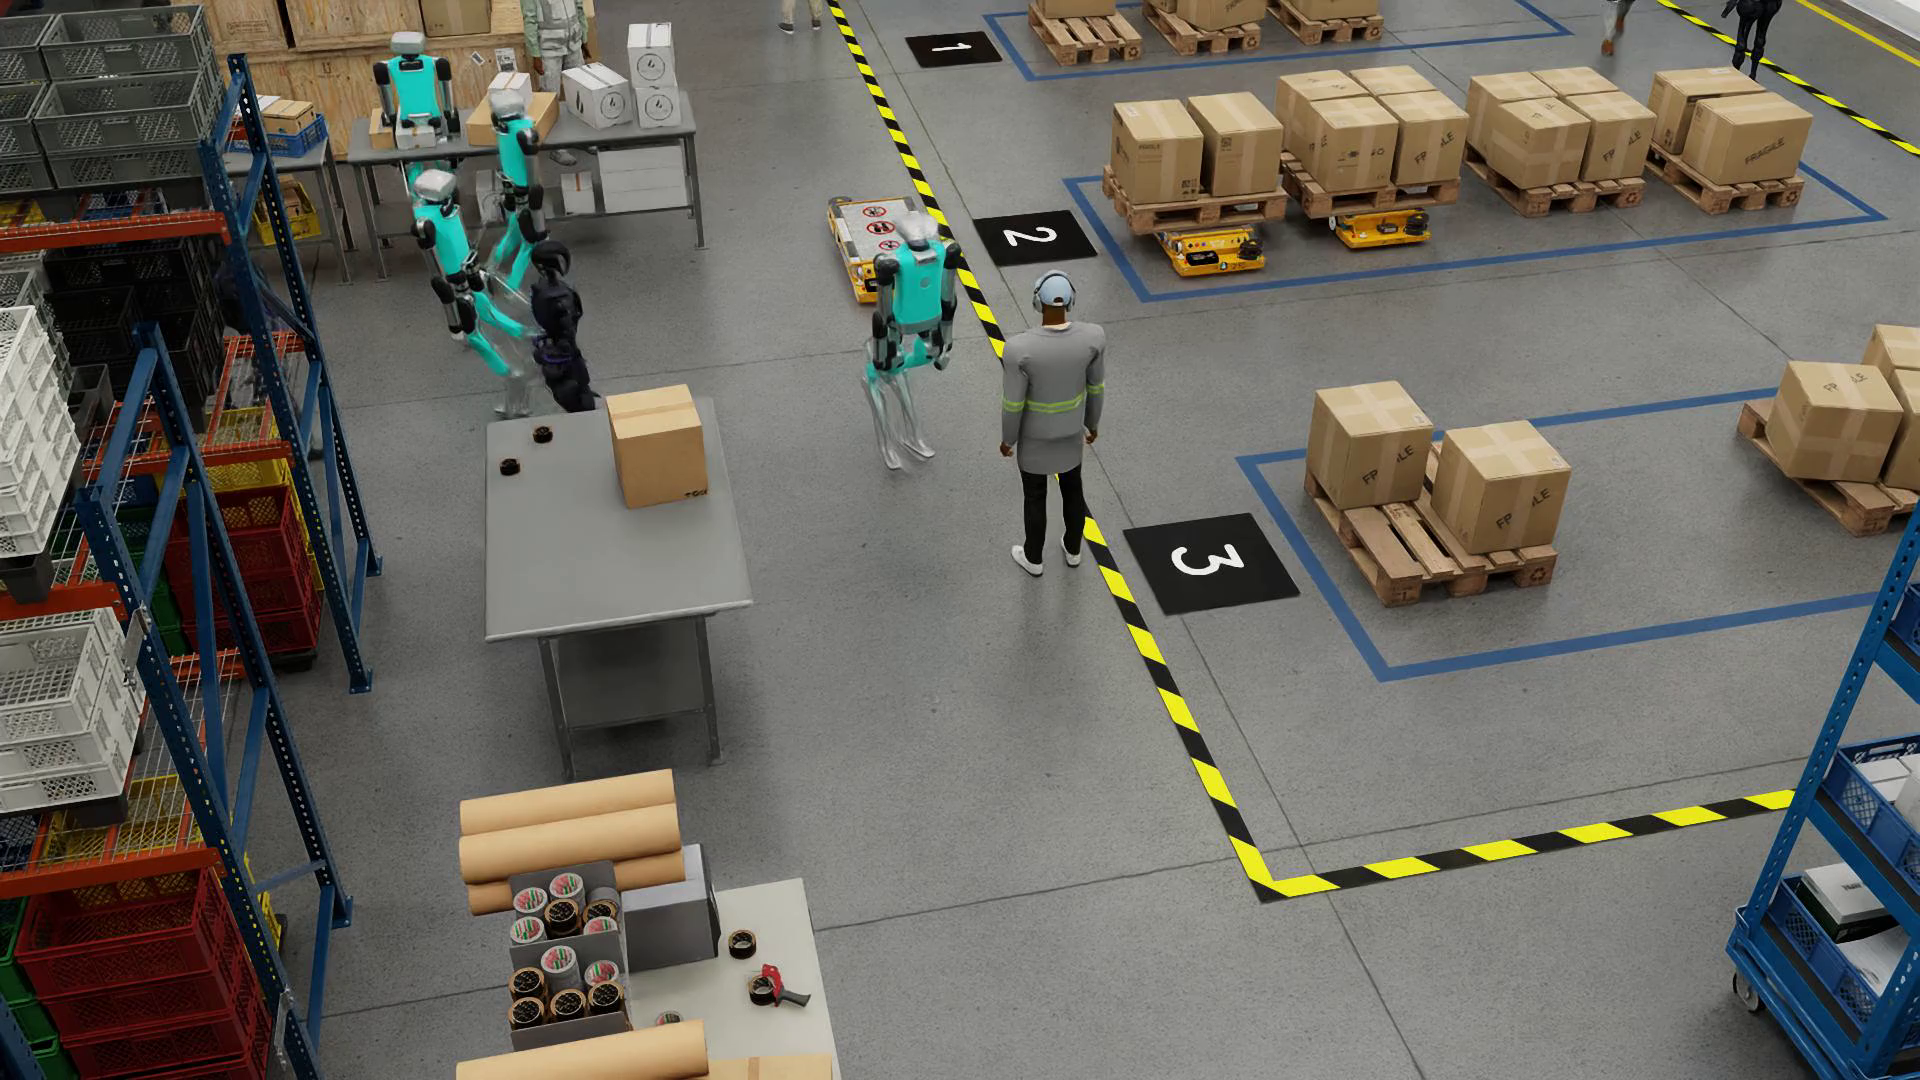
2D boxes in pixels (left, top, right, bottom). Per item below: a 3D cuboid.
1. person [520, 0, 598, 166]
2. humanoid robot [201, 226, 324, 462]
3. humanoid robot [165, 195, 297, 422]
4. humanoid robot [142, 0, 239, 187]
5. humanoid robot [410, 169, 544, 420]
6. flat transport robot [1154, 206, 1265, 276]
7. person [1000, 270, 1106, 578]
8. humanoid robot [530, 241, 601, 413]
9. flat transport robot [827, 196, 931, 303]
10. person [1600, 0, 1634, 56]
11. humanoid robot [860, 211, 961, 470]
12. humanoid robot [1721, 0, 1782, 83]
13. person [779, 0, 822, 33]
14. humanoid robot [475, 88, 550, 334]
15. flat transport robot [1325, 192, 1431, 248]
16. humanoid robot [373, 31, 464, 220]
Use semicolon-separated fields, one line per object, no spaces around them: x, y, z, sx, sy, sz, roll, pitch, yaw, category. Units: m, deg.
-3.269;-4.041;13.589;0.412;1.939;0.602;26;44;30;person
-4.175;-1.107;9.866;0.522;1.642;0.603;-17;40;-21;humanoid robot
-4.619;-1.476;10.363;0.455;1.638;0.615;21;42;26;humanoid robot
-6.069;-3.431;12.988;0.462;1.642;0.615;-9;38;-11;humanoid robot
-2.862;-1.371;10.264;0.731;1.904;0.563;3;37;4;humanoid robot
1.798;-2.476;12.858;0.652;0.197;1.431;-8;37;-10;flat transport robot
0.487;-0.635;9.080;0.594;1.851;0.398;-11;38;-15;person
-2.328;-1.005;9.742;0.488;1.627;0.589;-18;40;-22;humanoid robot
-0.570;-2.220;12.538;0.659;0.231;1.431;-8;37;-10;flat transport robot
6.413;-5.643;15.815;0.592;1.851;0.880;10;38;13;person
-0.363;-1.244;9.883;0.533;1.677;0.735;-18;40;-23;humanoid robot
7.166;-4.885;14.925;0.599;1.659;0.315;-15;39;-19;humanoid robot
-1.587;-5.810;16.105;0.572;1.768;0.397;-13;39;-17;person
-3.142;-2.054;11.145;0.888;1.831;0.543;-23;42;-28;humanoid robot
3.134;-2.740;13.213;0.652;0.197;1.431;-8;37;-10;flat transport robot
-3.808;-2.659;11.930;0.542;1.799;0.803;-9;38;-12;humanoid robot
